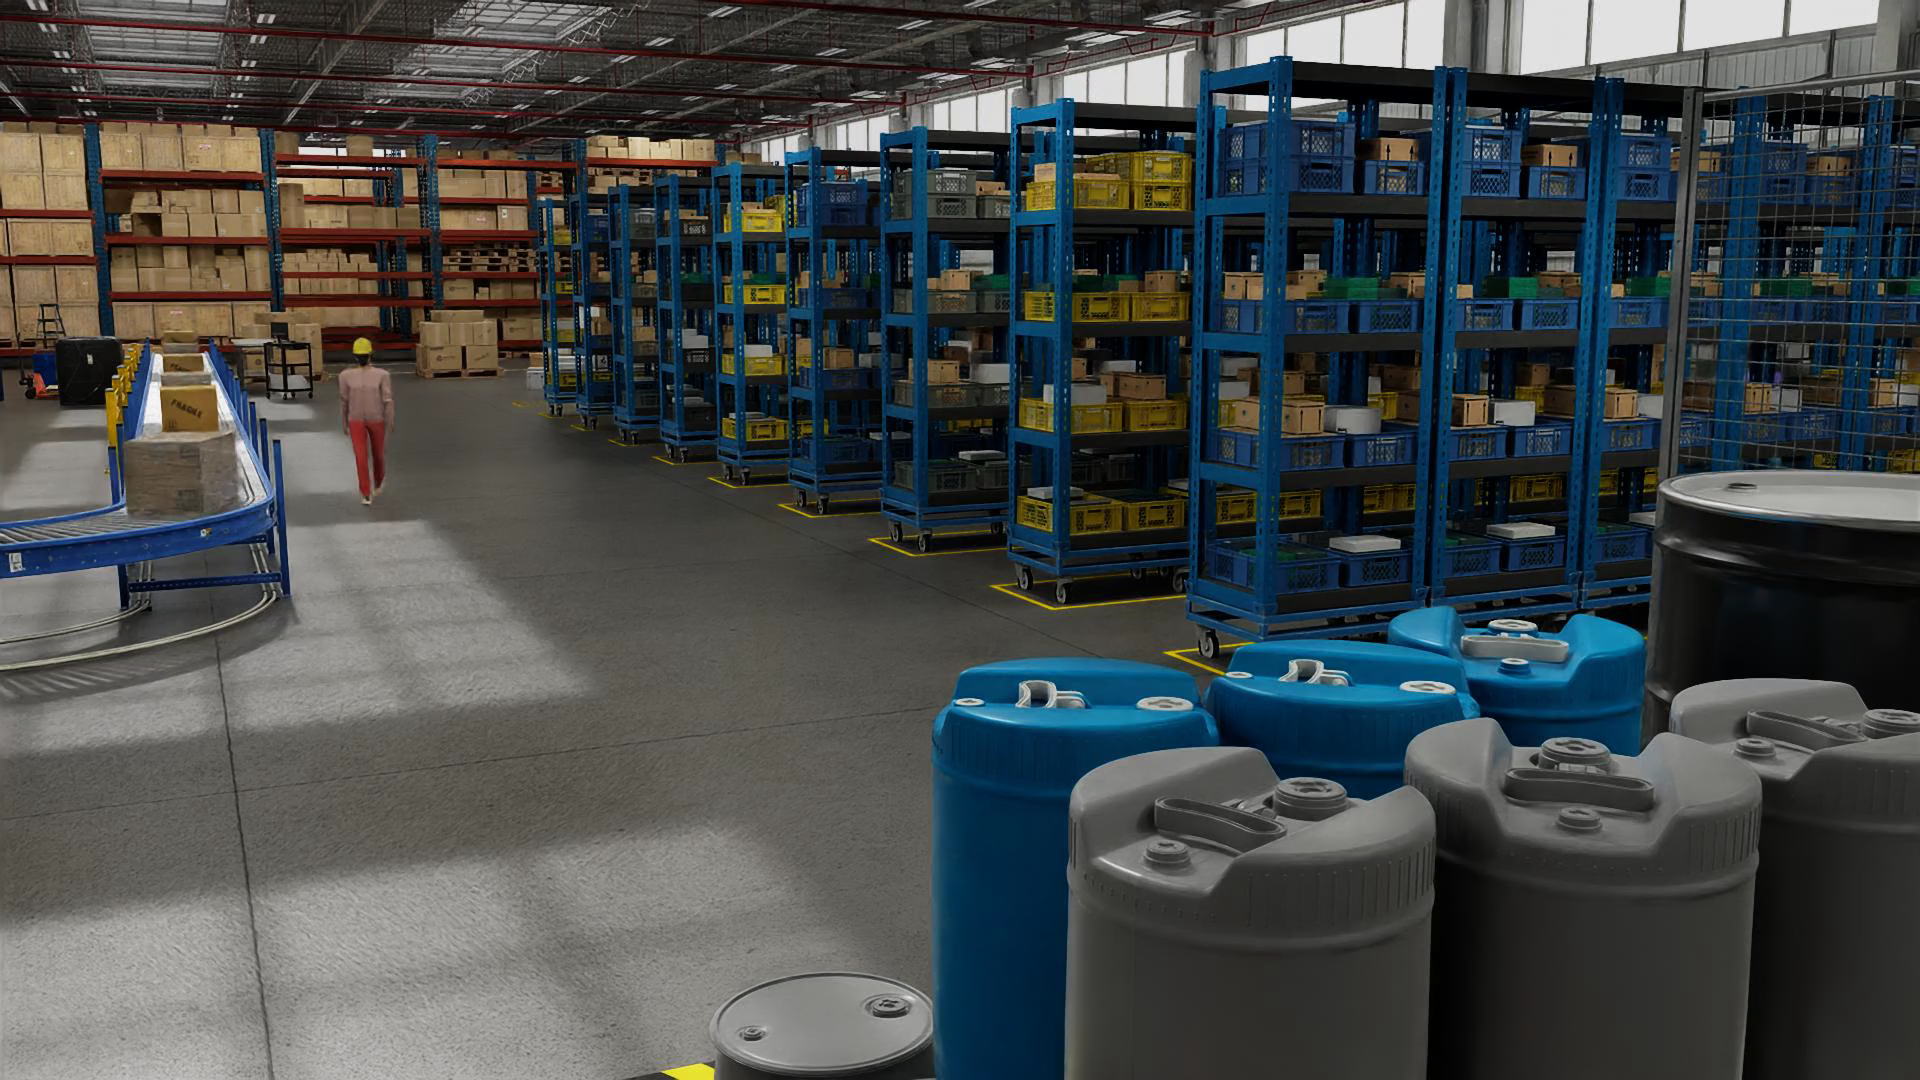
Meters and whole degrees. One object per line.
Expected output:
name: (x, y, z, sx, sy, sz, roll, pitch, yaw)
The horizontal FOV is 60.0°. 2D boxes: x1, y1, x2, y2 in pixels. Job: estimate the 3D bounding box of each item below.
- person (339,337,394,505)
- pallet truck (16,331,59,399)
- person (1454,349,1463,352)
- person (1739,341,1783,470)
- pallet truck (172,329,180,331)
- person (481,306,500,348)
person: (-6.215, -1.263, 17.451, 0.527, 1.744, 0.746, -3, 10, -19)
pallet truck: (-17.082, -3.353, 31.781, 1.630, 1.274, 0.653, -4, 10, -25)
person: (6.622, -2.133, 22.192, 1.017, 1.938, 0.629, -5, 11, -30)
person: (7.214, -0.921, 15.063, 0.595, 1.822, 0.458, -4, 10, -22)
pallet truck: (-17.275, -3.851, 35.096, 1.601, 1.201, 0.680, 0, 9, 1)
person: (-14.201, -6.674, 50.278, 0.415, 1.984, 0.614, 8, 12, 42)
